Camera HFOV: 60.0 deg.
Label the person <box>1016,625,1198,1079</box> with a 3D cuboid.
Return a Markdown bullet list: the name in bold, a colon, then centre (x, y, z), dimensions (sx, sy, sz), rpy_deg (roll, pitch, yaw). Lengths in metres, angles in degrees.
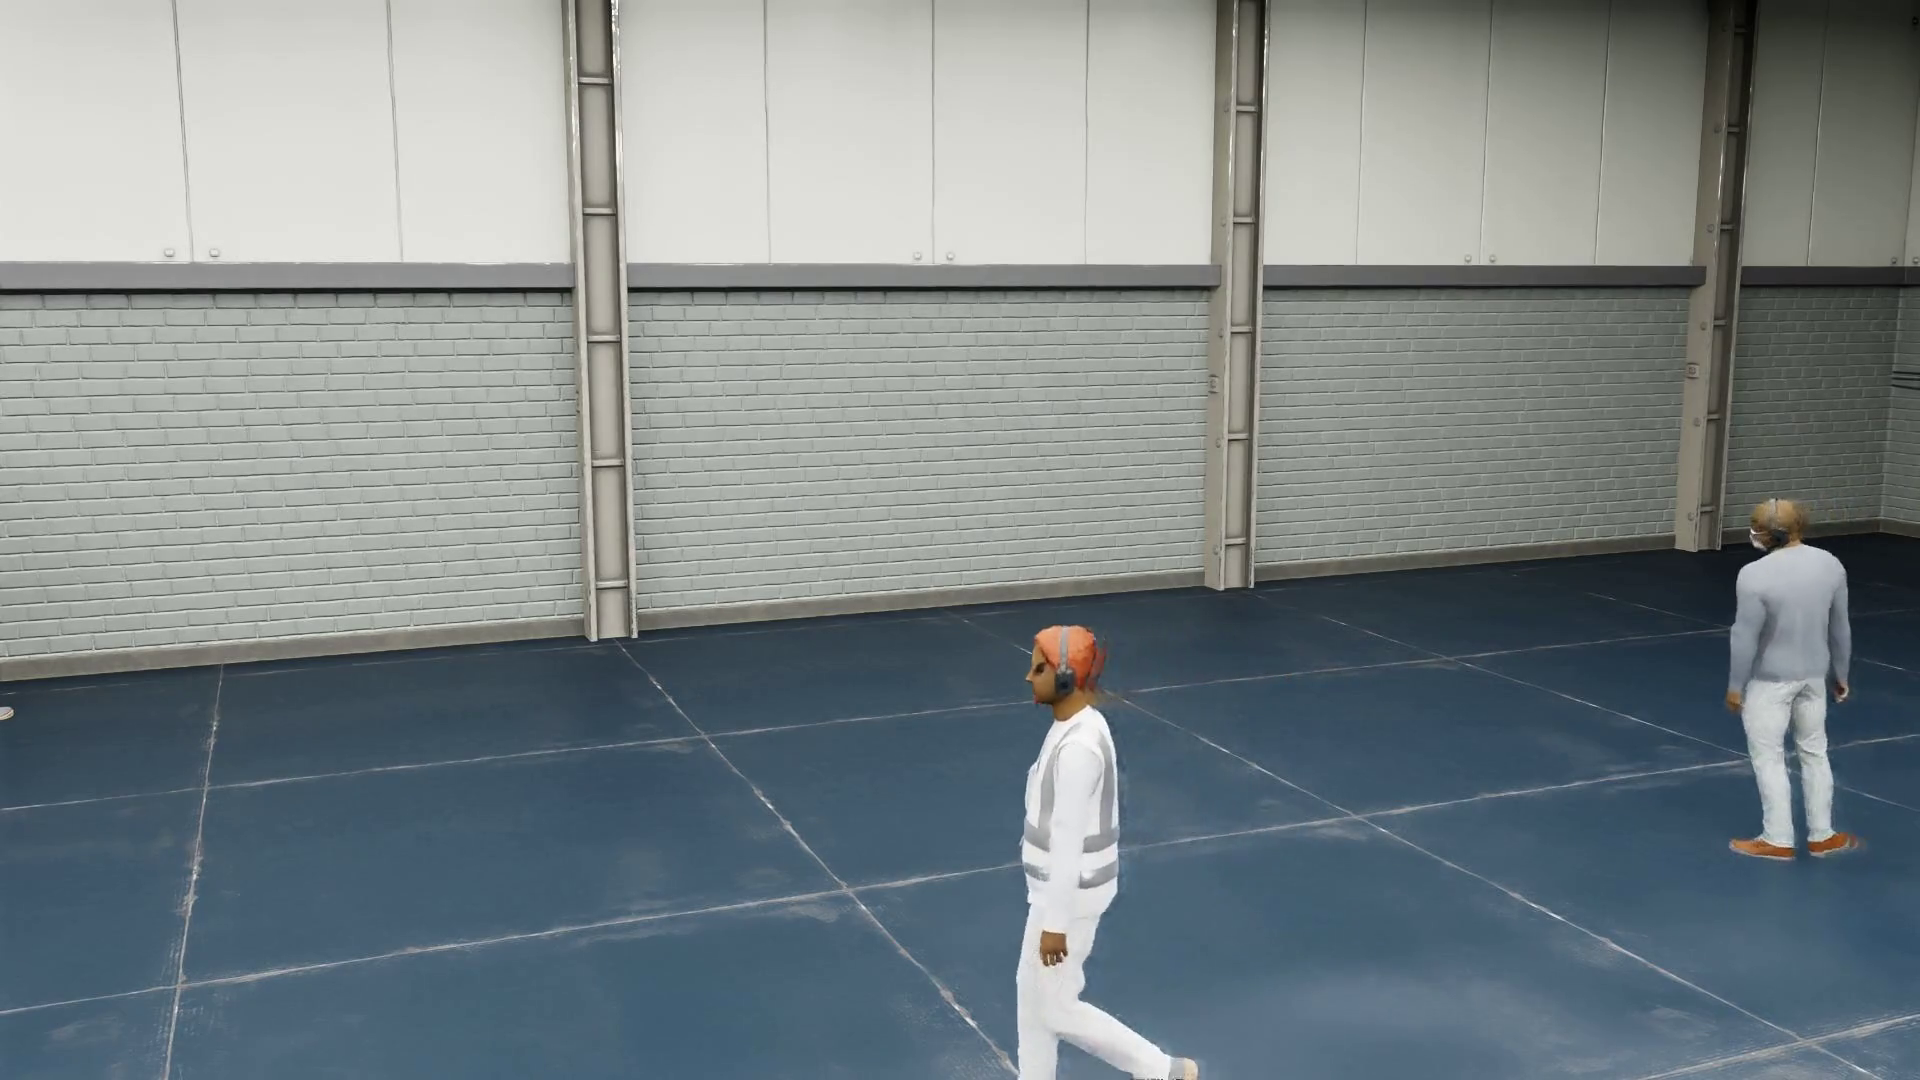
- **person**: centre (0.421, 1.205, 5.713), dimensions (0.711, 1.864, 0.594), rpy_deg (0, 9, -1)

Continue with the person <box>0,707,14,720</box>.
- **person**: centre (-6.791, 0.253, 11.263), dimensions (0.612, 1.997, 0.376), rpy_deg (5, 11, 31)

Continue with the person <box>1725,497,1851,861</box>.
- **person**: centre (4.332, 0.729, 8.619), dimensions (0.789, 1.911, 0.345), rpy_deg (-2, 9, -14)
